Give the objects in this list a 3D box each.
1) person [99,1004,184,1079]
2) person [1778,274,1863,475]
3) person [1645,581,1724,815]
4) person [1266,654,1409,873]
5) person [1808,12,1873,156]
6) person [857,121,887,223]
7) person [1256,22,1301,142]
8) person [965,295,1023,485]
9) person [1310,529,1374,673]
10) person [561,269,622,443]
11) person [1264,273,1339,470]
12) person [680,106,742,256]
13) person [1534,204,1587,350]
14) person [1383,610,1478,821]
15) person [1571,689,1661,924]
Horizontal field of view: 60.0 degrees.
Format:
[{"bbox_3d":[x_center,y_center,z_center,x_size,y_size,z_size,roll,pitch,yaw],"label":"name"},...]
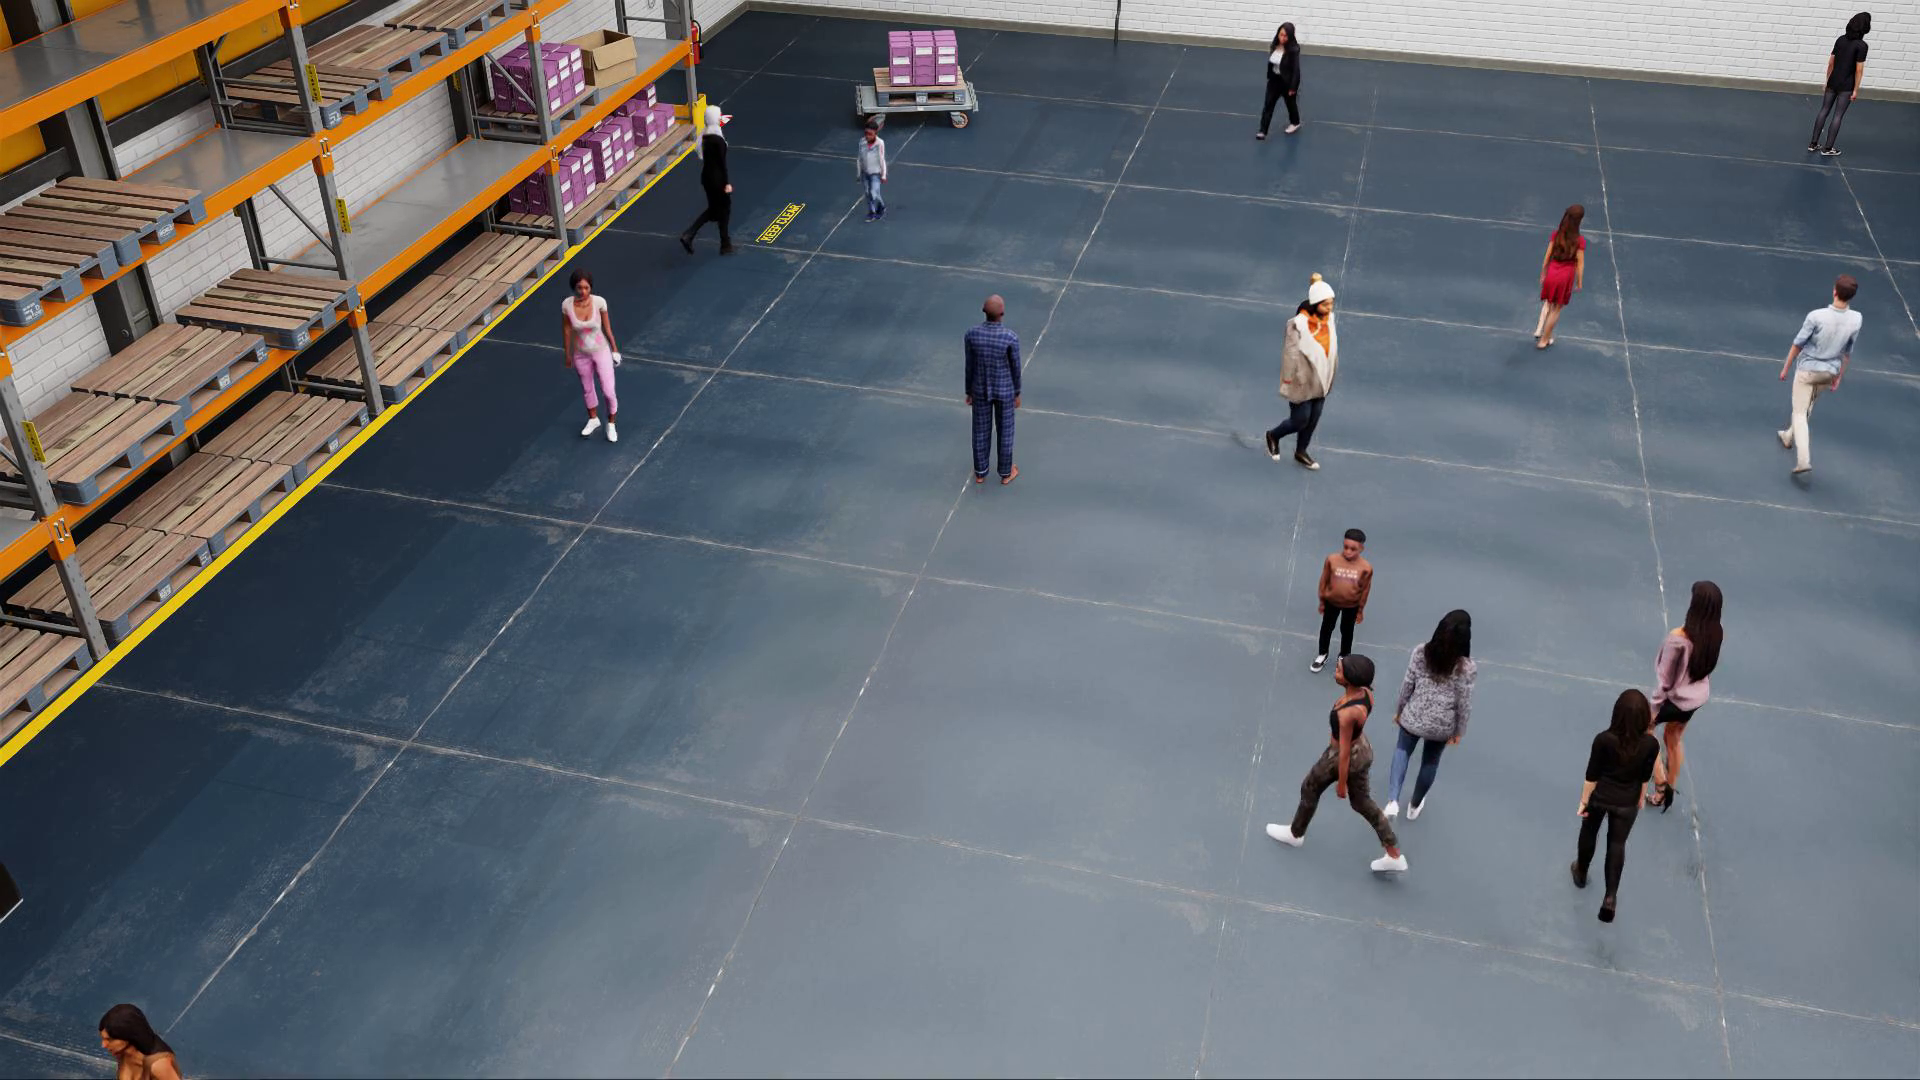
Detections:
[{"bbox_3d":[-3.933,2.877,8.461,0.788,1.663,1.110,20,39,28],"label":"person"},{"bbox_3d":[7.648,-1.441,14.822,0.800,1.813,1.233,2,34,3],"label":"person"},{"bbox_3d":[4.806,1.120,10.988,0.813,1.793,0.856,-11,35,-16],"label":"person"},{"bbox_3d":[2.544,1.464,10.595,0.876,1.653,1.180,20,38,27],"label":"person"},{"bbox_3d":[11.419,-5.928,21.553,0.761,1.834,0.686,-16,37,-22],"label":"person"},{"bbox_3d":[-1.014,-4.416,19.812,0.544,1.242,0.590,20,38,27],"label":"person"},{"bbox_3d":[4.328,-6.086,22.036,1.234,1.563,1.001,-28,43,-35],"label":"person"},{"bbox_3d":[0.297,-1.323,14.639,0.676,1.819,0.620,5,34,8],"label":"person"},{"bbox_3d":[2.879,0.451,12.481,0.548,1.253,0.517,14,36,20],"label":"person"},{"bbox_3d":[-3.378,-1.726,15.328,0.771,1.727,0.794,3,34,5],"label":"person"},{"bbox_3d":[3.050,-1.515,14.871,0.895,1.883,0.951,-24,41,-32],"label":"person"},{"bbox_3d":[-2.831,-3.971,18.678,1.041,1.756,0.950,-19,38,-26],"label":"person"},{"bbox_3d":[6.060,-2.644,16.877,0.684,1.541,0.751,28,43,36],"label":"person"},{"bbox_3d":[3.056,1.227,10.895,0.723,1.715,0.867,15,37,22],"label":"person"},{"bbox_3d":[4.066,1.663,10.320,0.572,1.627,0.918,6,34,10],"label":"person"}]
